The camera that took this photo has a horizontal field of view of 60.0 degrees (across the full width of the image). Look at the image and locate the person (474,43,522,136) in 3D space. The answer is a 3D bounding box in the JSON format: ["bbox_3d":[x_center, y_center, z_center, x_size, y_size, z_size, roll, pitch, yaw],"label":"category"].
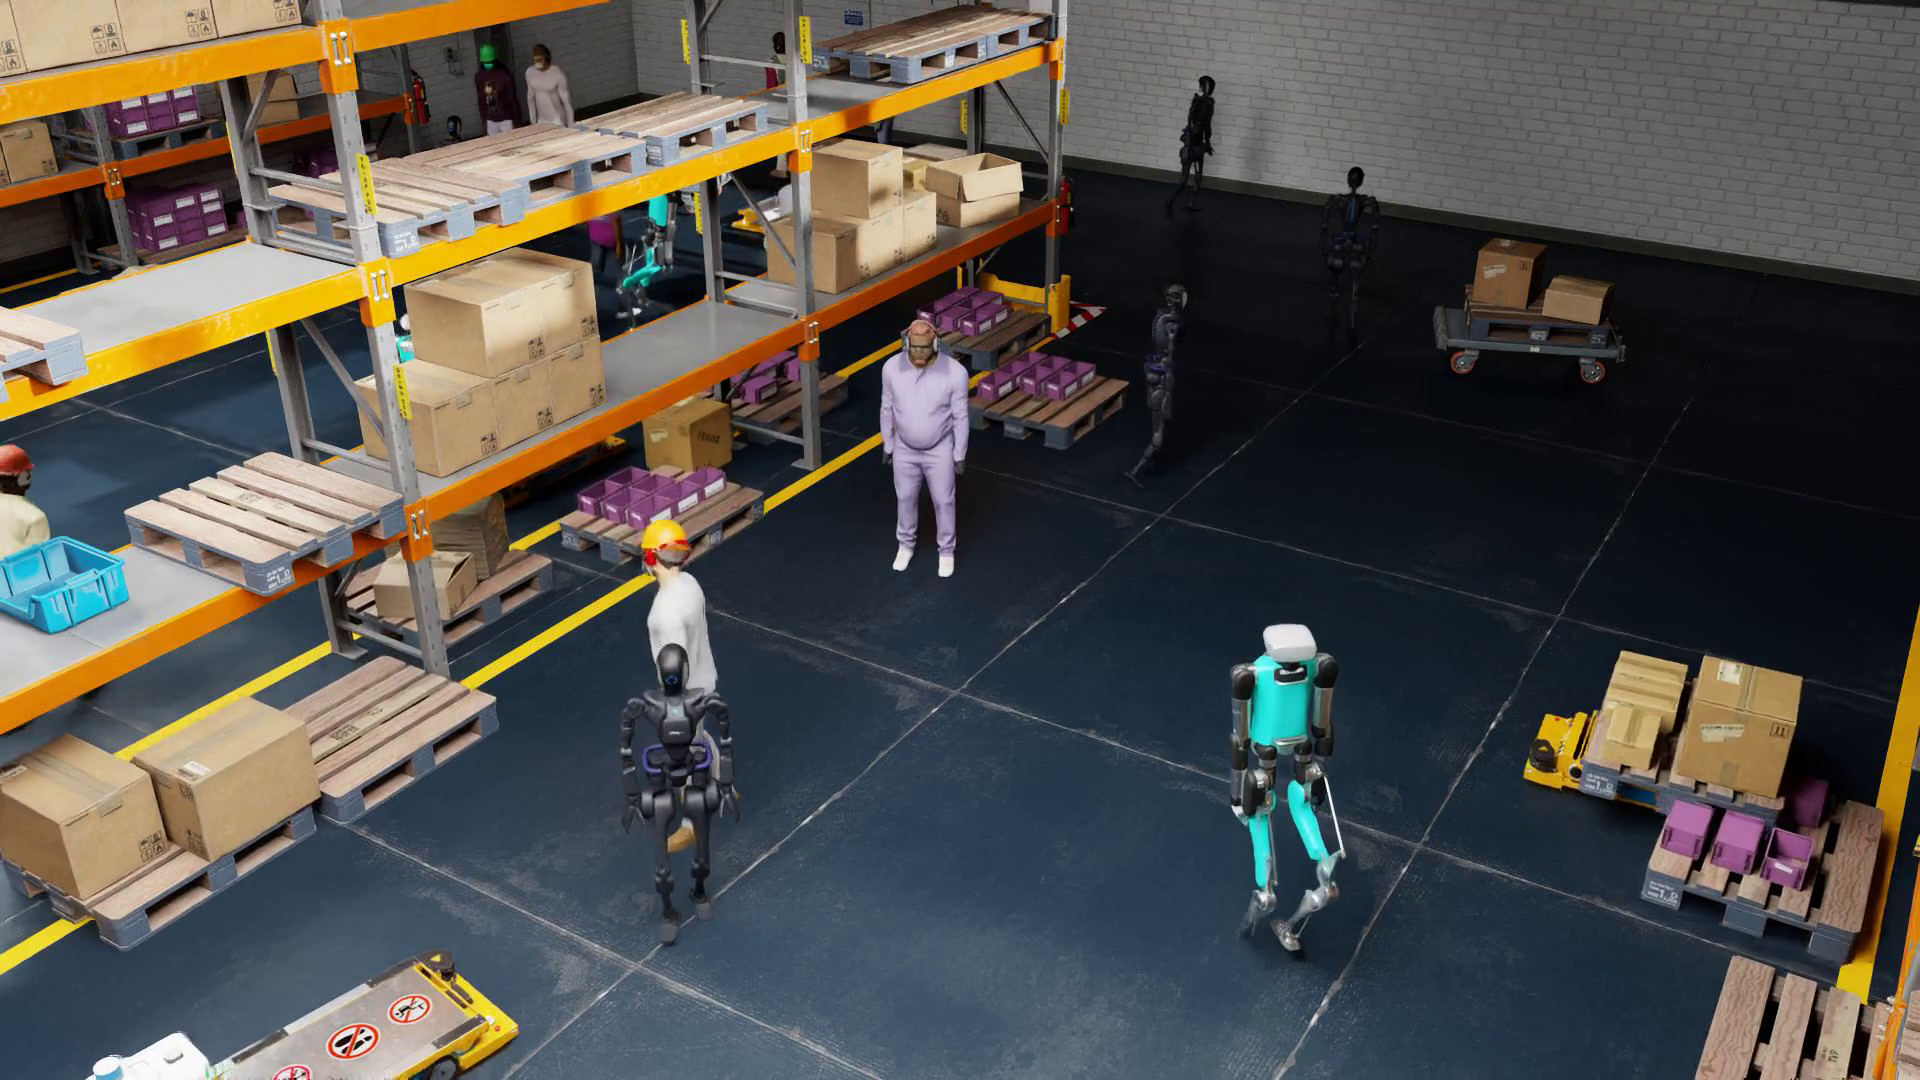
[{"bbox_3d":[-5.728,-5.217,20.669,0.493,1.921,0.518,3,27,6],"label":"person"}]

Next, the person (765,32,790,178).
[{"bbox_3d":[-2.285,-5.647,21.588,0.429,1.842,0.632,22,34,36],"label":"person"}]

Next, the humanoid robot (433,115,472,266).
[{"bbox_3d":[-5.456,-3.857,18.244,0.606,1.637,0.497,-3,27,-5],"label":"humanoid robot"}]

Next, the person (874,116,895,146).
[{"bbox_3d":[-0.977,-5.357,21.238,0.275,1.635,0.506,7,28,13],"label":"person"}]

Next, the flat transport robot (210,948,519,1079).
[{"bbox_3d":[-2.787,2.389,7.491,0.659,0.231,1.431,23,35,37],"label":"flat transport robot"}]

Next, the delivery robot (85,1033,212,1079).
[{"bbox_3d":[-3.566,2.468,7.041,0.499,0.614,0.817,21,34,36],"label":"delivery robot"}]

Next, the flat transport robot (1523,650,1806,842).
[{"bbox_3d":[4.048,1.335,9.568,1.431,0.231,0.659,13,30,25],"label":"flat transport robot"}]

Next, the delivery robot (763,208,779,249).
[{"bbox_3d":[-1.845,-3.526,18.846,0.812,0.609,0.499,13,30,24],"label":"delivery robot"}]

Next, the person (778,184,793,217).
[{"bbox_3d":[-1.520,-2.921,16.333,0.408,1.732,0.579,-18,32,-32],"label":"person"}]

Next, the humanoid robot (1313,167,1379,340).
[{"bbox_3d":[3.771,-2.792,16.187,0.609,1.631,0.742,2,27,4],"label":"humanoid robot"}]

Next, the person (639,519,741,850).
[{"bbox_3d":[-1.442,0.783,8.909,0.472,1.862,0.632,-2,27,-4],"label":"person"}]

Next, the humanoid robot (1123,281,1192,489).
[{"bbox_3d":[1.549,-1.236,13.088,0.467,1.645,0.613,1,27,2],"label":"humanoid robot"}]

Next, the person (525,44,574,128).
[{"bbox_3d":[-5.011,-5.212,20.656,0.653,1.911,0.613,13,30,23],"label":"person"}]

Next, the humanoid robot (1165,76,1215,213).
[{"bbox_3d":[2.800,-4.773,20.057,0.484,1.644,0.612,19,33,33],"label":"humanoid robot"}]

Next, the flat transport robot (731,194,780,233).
[{"bbox_3d":[-2.052,-3.951,19.983,0.659,0.231,1.431,15,31,27],"label":"flat transport robot"}]

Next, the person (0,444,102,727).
[{"bbox_3d":[-5.669,0.276,10.068,0.591,1.700,0.807,10,29,19],"label":"person"}]

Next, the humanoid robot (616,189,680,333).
[{"bbox_3d":[-3.036,-2.744,15.994,1.016,1.720,0.535,-17,32,-30],"label":"humanoid robot"}]

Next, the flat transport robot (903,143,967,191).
[{"bbox_3d":[-0.621,-3.715,19.519,1.431,0.231,0.659,20,33,34],"label":"flat transport robot"}]

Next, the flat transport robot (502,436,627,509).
[{"bbox_3d":[-3.430,-0.636,13.452,0.659,0.231,1.431,16,31,29],"label":"flat transport robot"}]

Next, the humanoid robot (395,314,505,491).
[{"bbox_3d":[-3.726,-0.957,12.479,0.535,1.766,0.972,13,30,23],"label":"humanoid robot"}]

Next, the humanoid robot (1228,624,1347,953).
[{"bbox_3d":[1.606,1.337,8.002,0.537,1.833,0.748,-6,28,-12],"label":"humanoid robot"}]

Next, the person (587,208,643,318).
[{"bbox_3d":[-3.525,-2.981,16.369,0.512,1.817,0.830,15,31,28],"label":"person"}]

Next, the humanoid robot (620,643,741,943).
[{"bbox_3d":[-1.396,1.226,8.235,0.586,1.651,0.397,-6,28,-12],"label":"humanoid robot"}]

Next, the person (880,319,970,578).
[{"bbox_3d":[-0.255,-0.644,11.672,0.645,1.899,0.401,6,28,12],"label":"person"}]
